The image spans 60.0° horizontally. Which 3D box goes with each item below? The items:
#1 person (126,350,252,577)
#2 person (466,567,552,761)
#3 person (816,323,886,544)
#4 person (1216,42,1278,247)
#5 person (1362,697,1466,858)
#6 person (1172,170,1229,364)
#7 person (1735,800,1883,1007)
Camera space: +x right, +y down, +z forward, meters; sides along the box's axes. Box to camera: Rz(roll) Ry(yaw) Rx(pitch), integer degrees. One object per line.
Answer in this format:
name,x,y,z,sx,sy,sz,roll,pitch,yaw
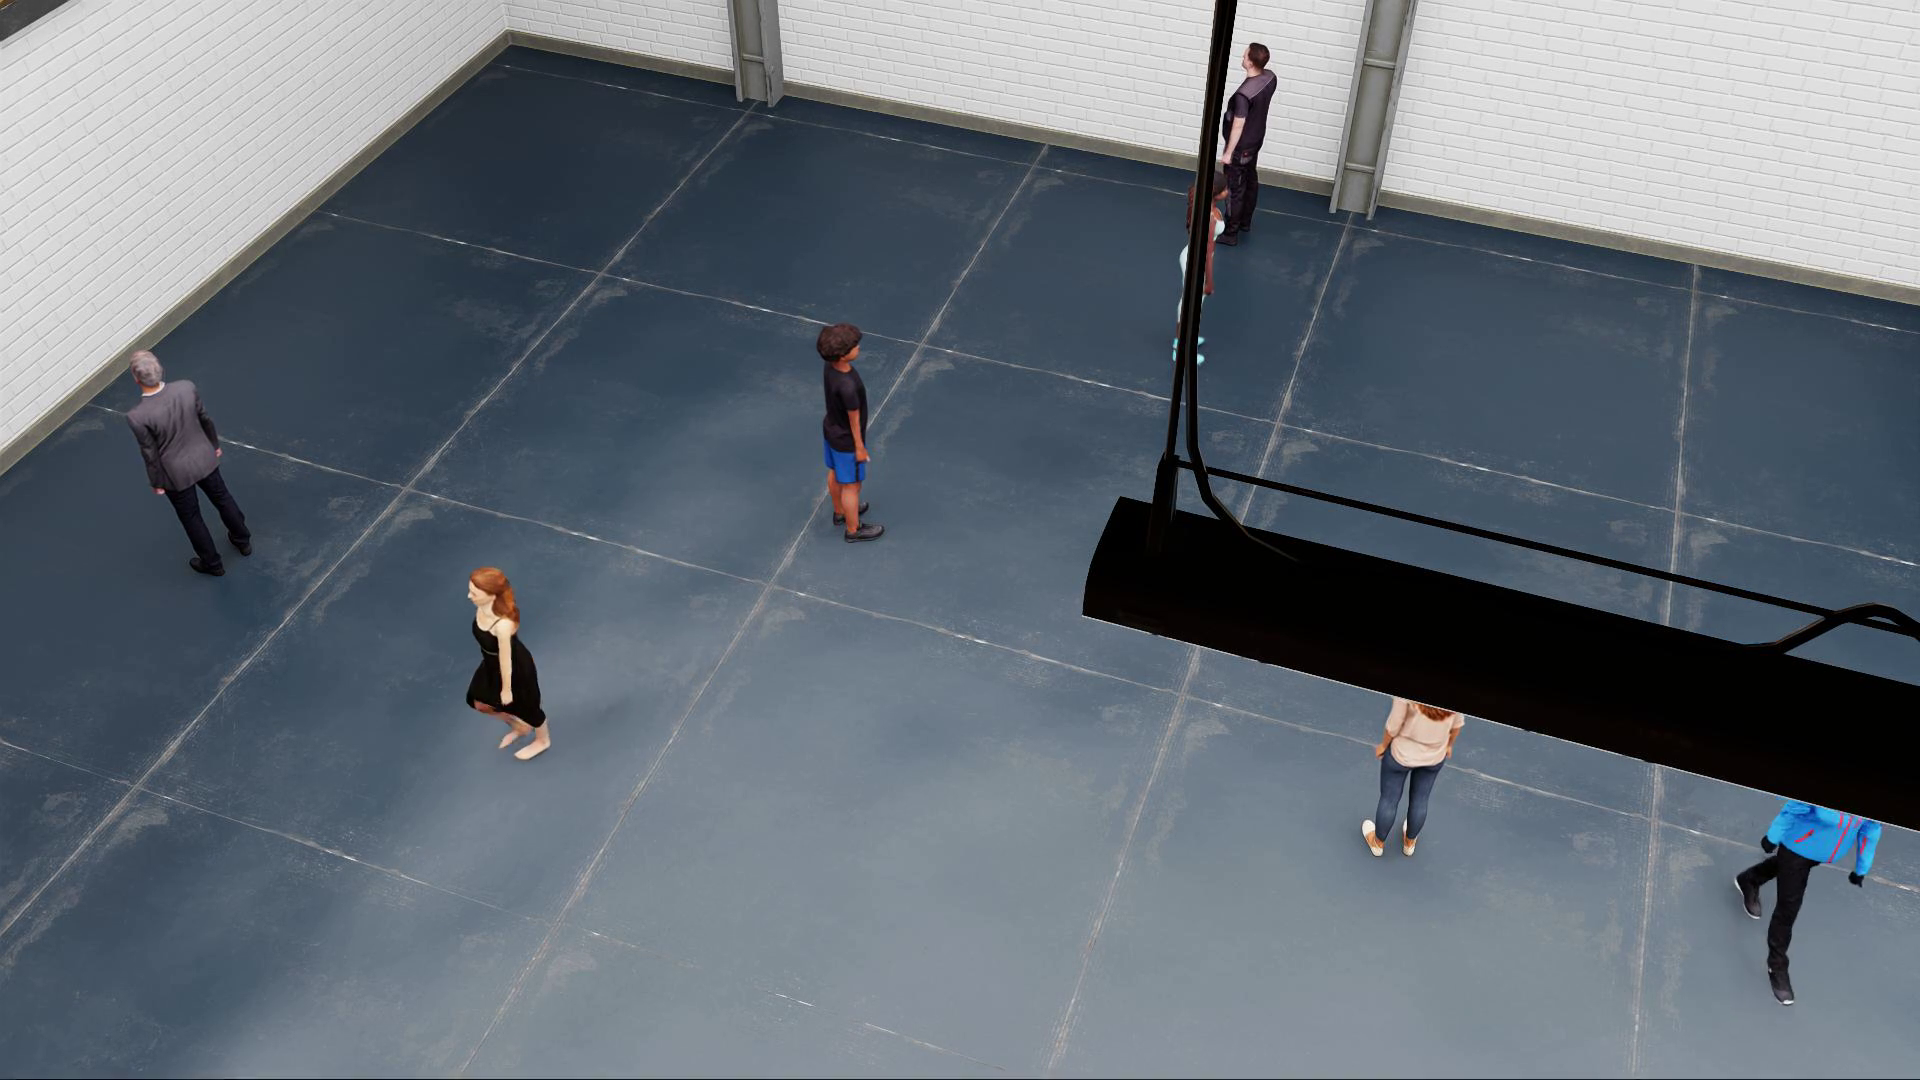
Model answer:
person,-5.284,-0.531,11.326,0.673,1.841,0.776,24,49,23
person,-2.671,0.744,10.150,0.758,1.616,0.694,-28,50,-26
person,-0.807,-0.753,11.588,0.762,1.799,0.707,-16,46,-16
person,2.456,-3.431,14.366,0.690,1.846,0.782,26,49,24
person,2.617,1.207,9.536,0.572,1.792,0.719,0,44,0
person,1.865,-2.159,13.119,0.665,1.724,0.648,-5,44,-5
person,4.643,1.620,9.131,1.170,1.753,0.934,2,44,2
